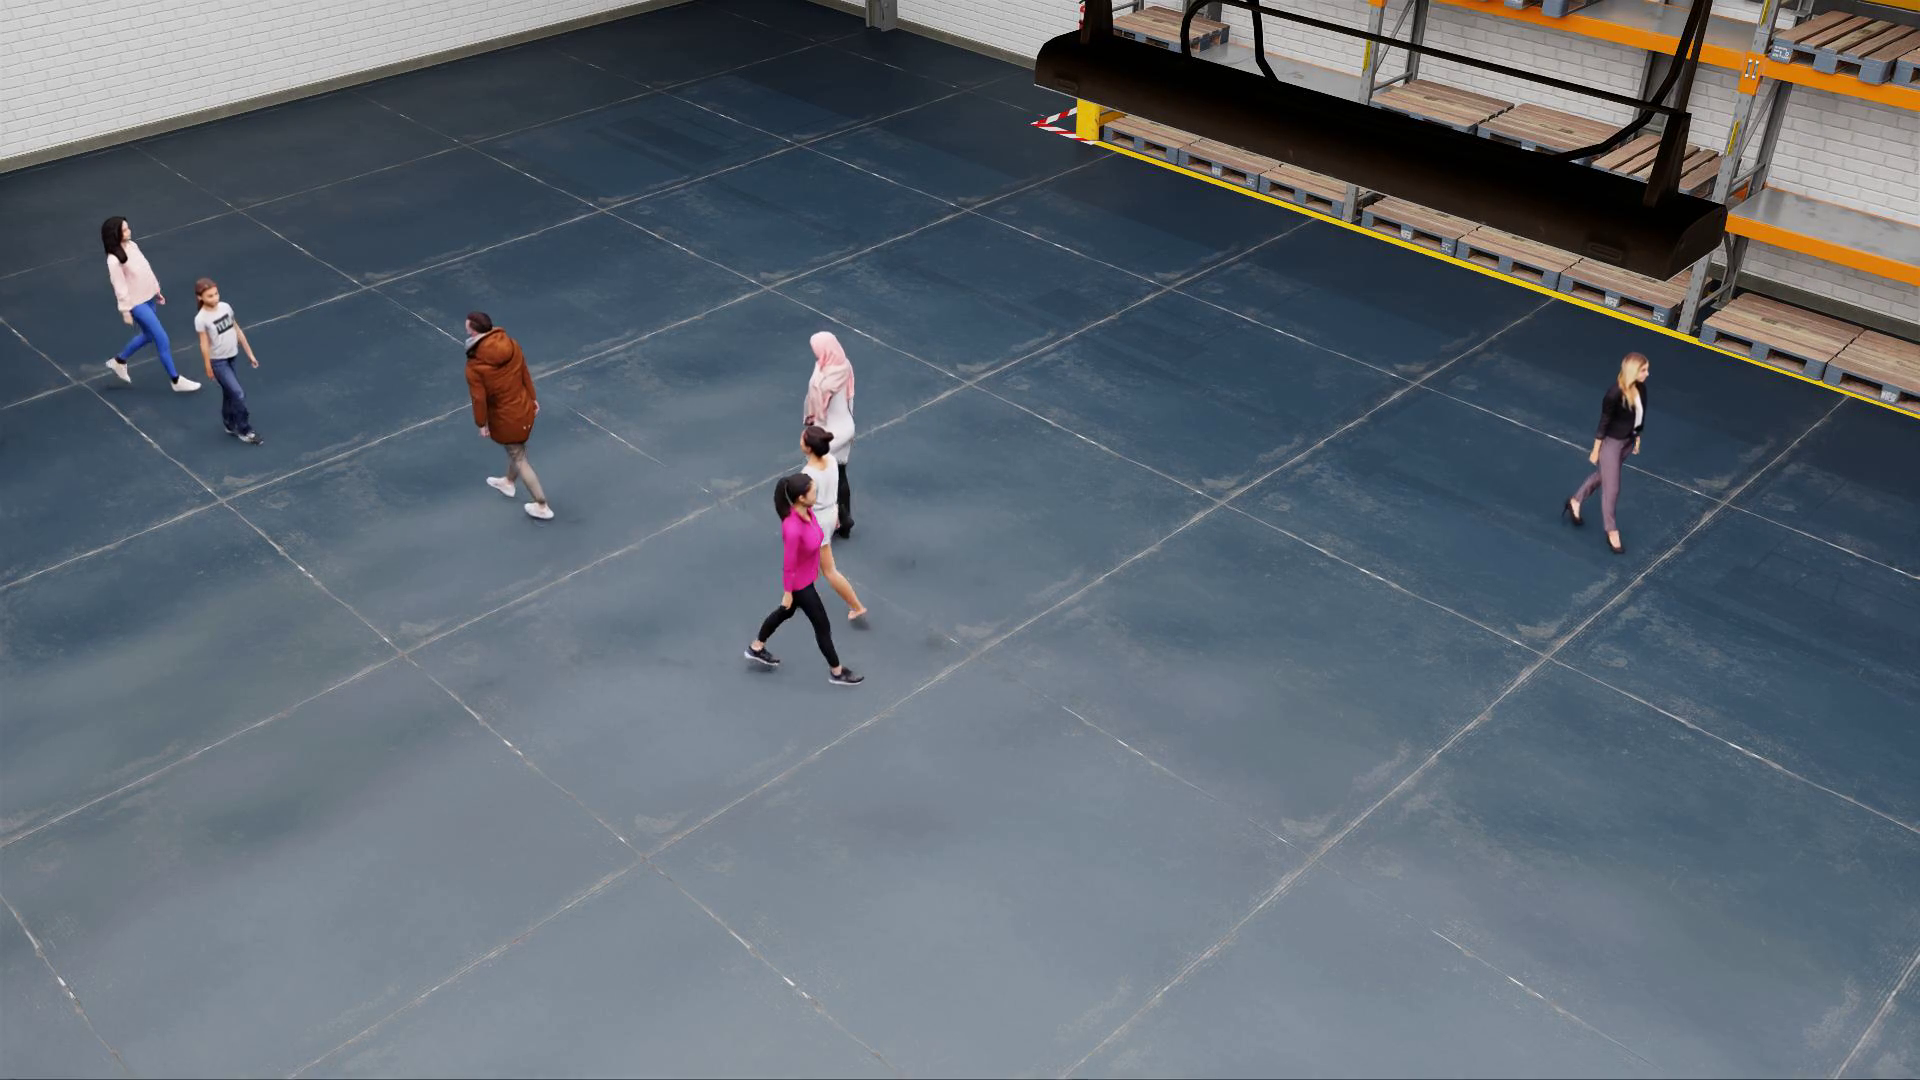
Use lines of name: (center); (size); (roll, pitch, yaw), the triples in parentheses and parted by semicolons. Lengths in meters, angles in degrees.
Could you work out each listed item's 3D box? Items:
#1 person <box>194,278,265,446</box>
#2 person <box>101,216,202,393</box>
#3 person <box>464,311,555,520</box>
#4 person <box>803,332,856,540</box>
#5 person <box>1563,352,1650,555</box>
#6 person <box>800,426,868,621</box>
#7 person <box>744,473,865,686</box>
person: (-6.508, -1.598, 14.566); (0.810, 1.545, 0.687); (11, 35, 17)
person: (-7.575, -2.137, 15.198); (1.149, 1.744, 1.094); (0, 34, 0)
person: (-3.566, -0.975, 13.409); (1.080, 1.789, 0.852); (18, 38, 25)
person: (-0.933, -0.779, 13.117); (0.709, 1.785, 0.703); (22, 39, 29)
person: (5.130, -0.755, 13.211); (0.682, 1.641, 0.904); (-23, 40, -30)
person: (-0.980, -0.096, 12.280); (1.089, 1.574, 0.726); (19, 38, 26)
person: (-1.215, 0.281, 11.643); (1.193, 1.652, 1.047); (4, 34, 7)
